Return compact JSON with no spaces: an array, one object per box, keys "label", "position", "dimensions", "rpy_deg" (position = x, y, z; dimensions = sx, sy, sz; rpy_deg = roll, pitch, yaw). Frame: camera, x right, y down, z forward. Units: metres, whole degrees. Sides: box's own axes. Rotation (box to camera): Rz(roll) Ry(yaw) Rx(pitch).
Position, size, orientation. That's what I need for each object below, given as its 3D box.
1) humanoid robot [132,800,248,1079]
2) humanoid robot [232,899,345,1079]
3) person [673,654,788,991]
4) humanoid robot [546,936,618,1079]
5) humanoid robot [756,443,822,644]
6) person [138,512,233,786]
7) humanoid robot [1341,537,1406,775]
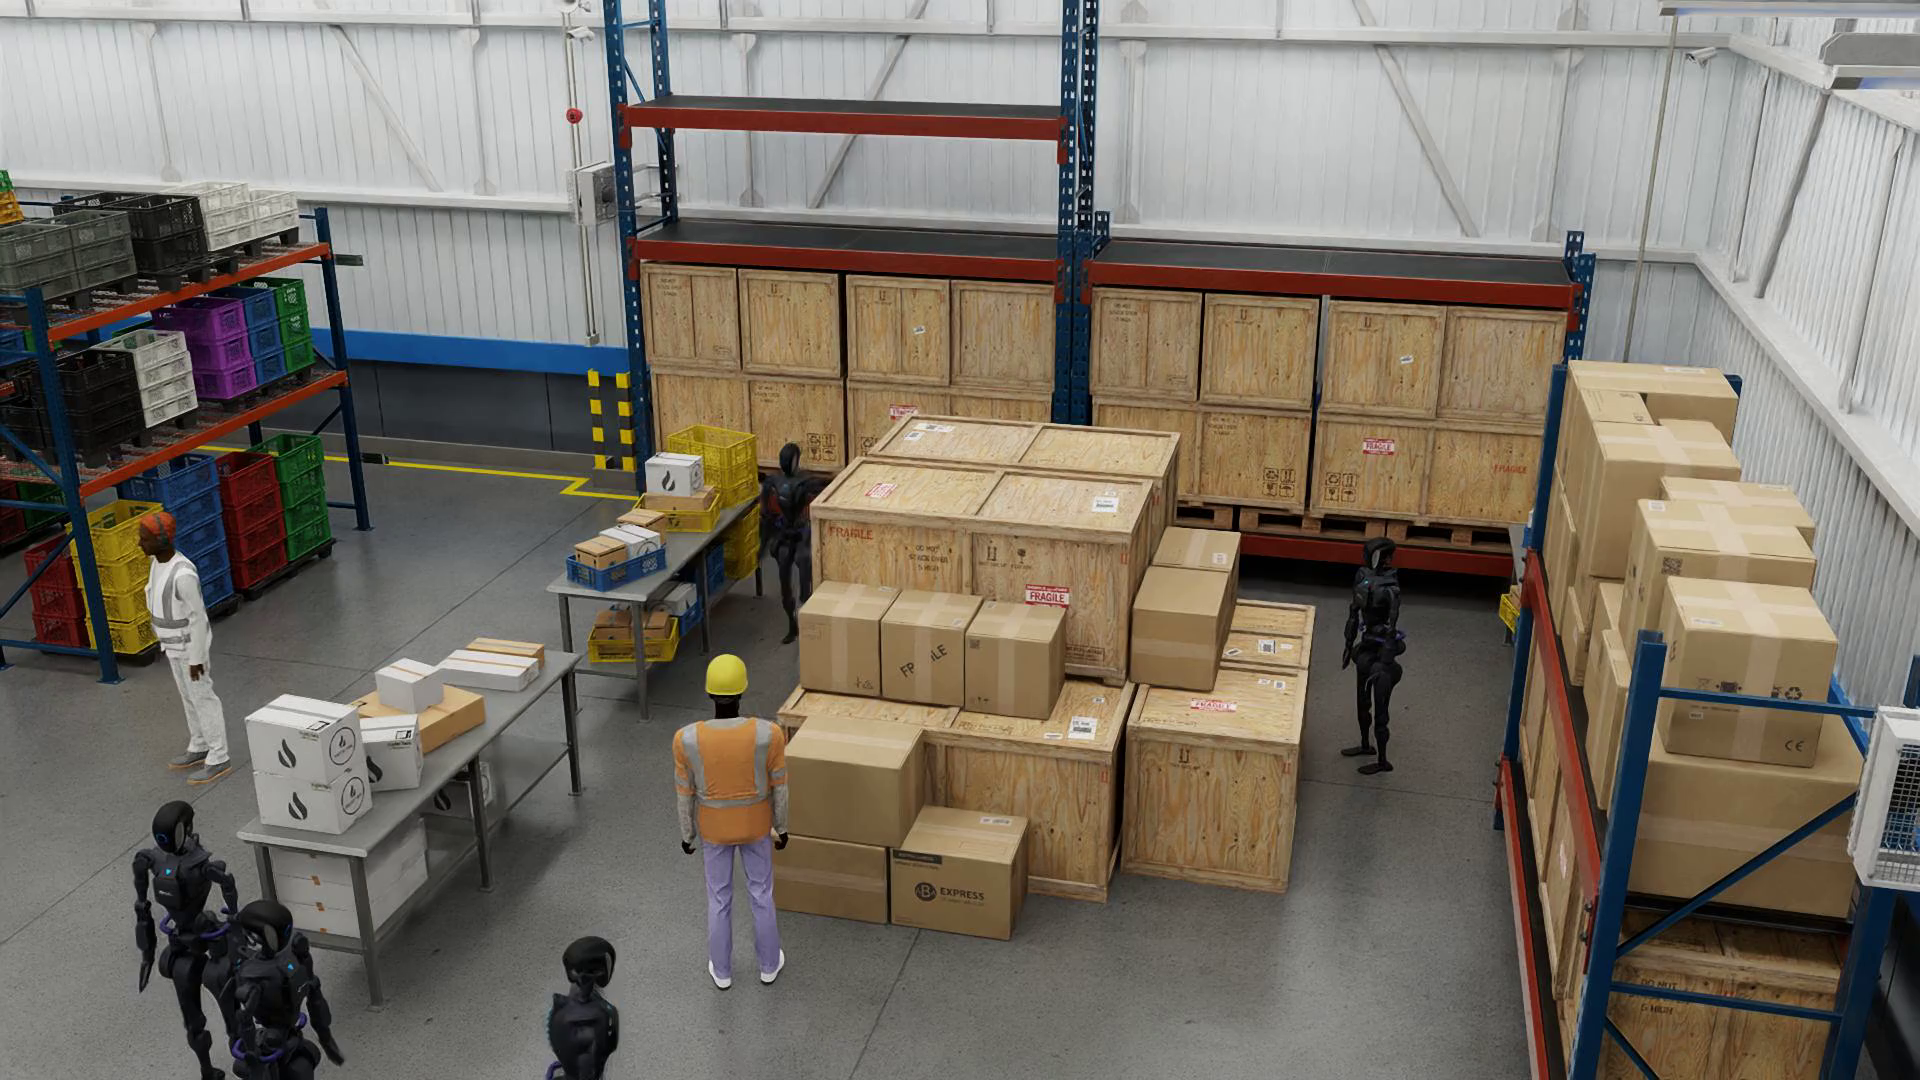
[{"label":"humanoid robot","position":[-3.625,1.977,7.903],"dimensions":[0.578,1.658,0.327],"rpy_deg":[4,21,12]},{"label":"humanoid robot","position":[-2.901,2.262,7.153],"dimensions":[0.339,1.650,0.568],"rpy_deg":[3,21,7]},{"label":"person","position":[-1.195,1.500,8.800],"dimensions":[0.585,1.928,0.366],"rpy_deg":[-3,21,-7]},{"label":"humanoid robot","position":[-1.544,2.391,6.823],"dimensions":[0.370,1.643,0.644],"rpy_deg":[-5,21,-12]},{"label":"humanoid robot","position":[-1.298,0.019,13.013],"dimensions":[0.574,1.646,0.452],"rpy_deg":[9,23,23]},{"label":"person","position":[-5.112,0.704,10.943],"dimensions":[0.361,1.882,0.574],"rpy_deg":[-18,27,-39]},{"label":"humanoid robot","position":[2.758,0.760,11.084],"dimensions":[0.337,1.651,0.569],"rpy_deg":[-7,22,-18]}]
